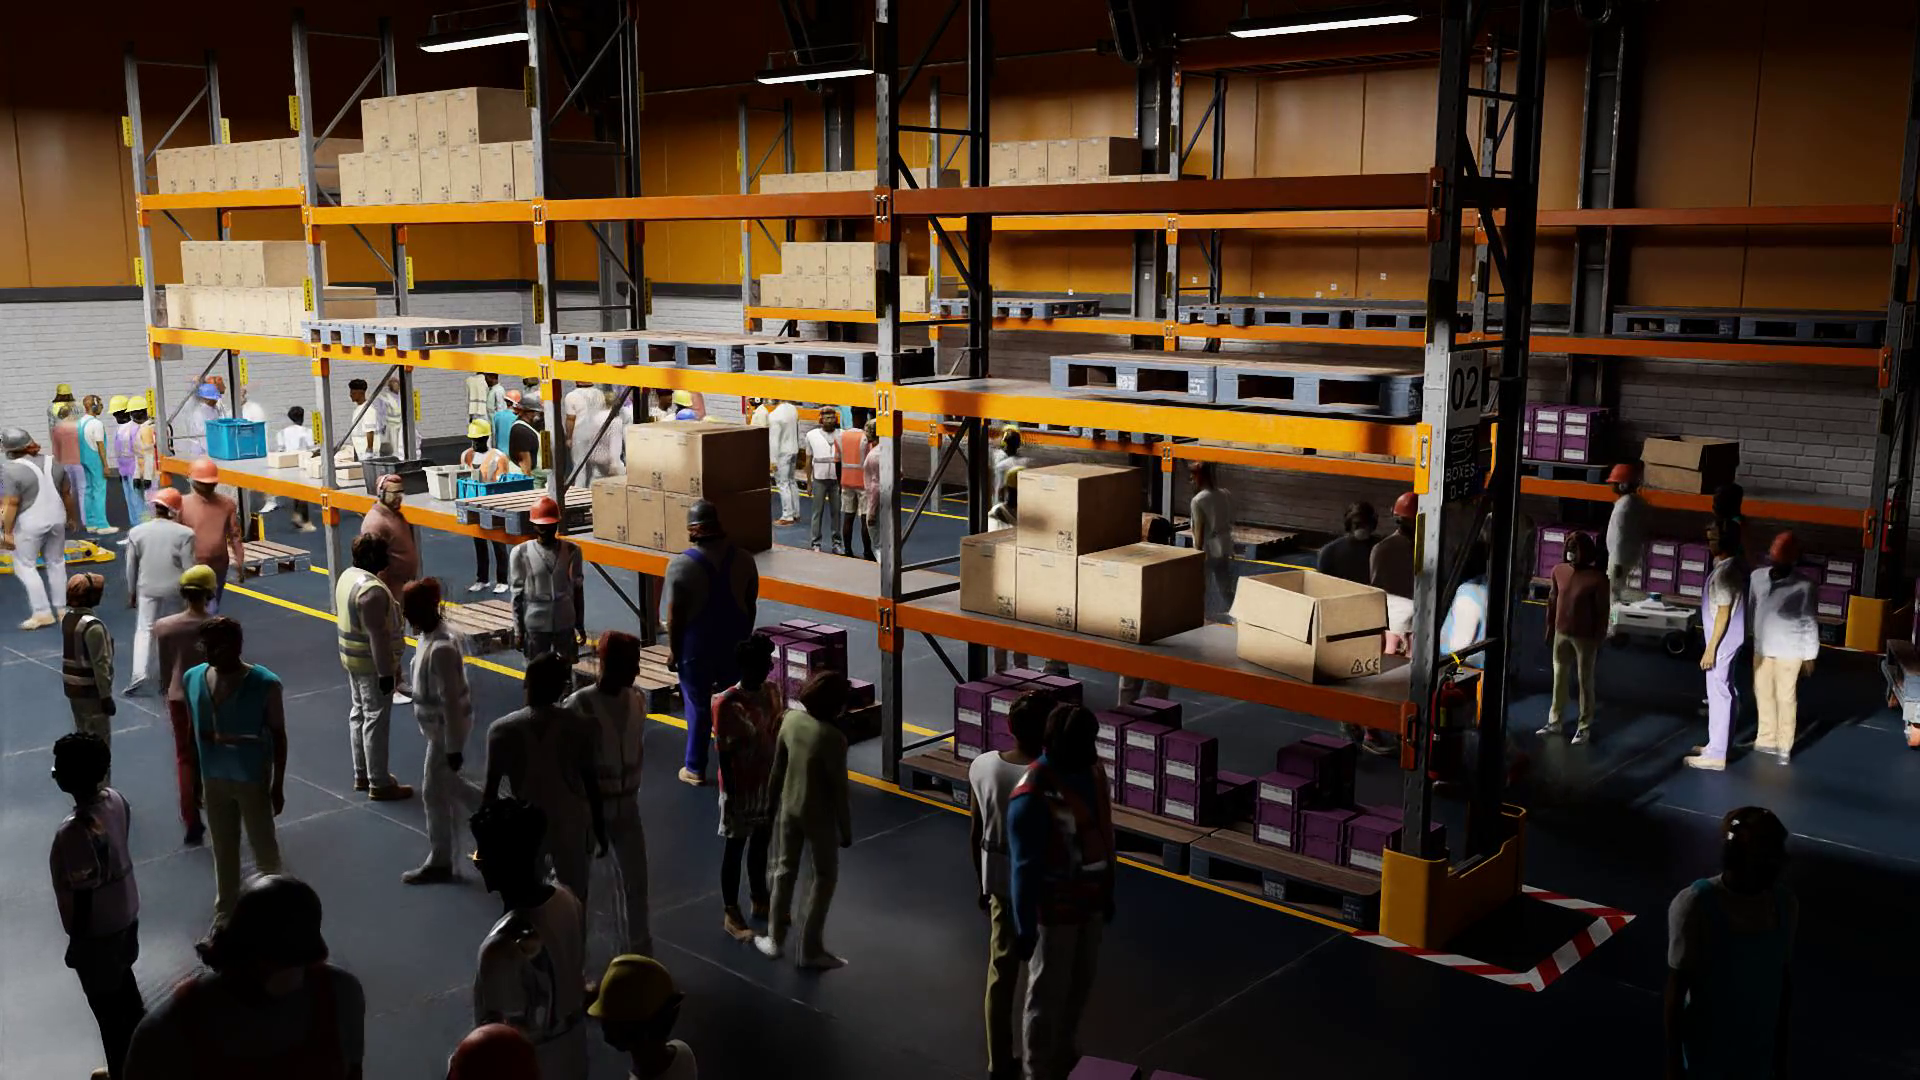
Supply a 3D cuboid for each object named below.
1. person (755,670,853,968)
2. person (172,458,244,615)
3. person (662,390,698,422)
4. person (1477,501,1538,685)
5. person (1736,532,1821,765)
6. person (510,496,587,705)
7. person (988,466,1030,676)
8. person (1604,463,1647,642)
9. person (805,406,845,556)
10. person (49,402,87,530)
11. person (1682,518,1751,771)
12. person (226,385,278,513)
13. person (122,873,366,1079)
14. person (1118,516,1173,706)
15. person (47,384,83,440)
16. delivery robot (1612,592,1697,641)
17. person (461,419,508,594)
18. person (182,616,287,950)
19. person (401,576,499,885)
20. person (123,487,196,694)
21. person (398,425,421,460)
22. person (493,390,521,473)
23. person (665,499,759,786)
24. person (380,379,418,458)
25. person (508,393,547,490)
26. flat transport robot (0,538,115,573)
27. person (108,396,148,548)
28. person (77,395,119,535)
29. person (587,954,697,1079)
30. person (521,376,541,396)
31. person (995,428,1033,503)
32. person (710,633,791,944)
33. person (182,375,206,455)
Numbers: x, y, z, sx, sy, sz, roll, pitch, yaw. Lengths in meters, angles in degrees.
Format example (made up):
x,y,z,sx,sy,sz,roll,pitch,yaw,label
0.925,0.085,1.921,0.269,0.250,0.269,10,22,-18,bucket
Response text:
x,y,z,sx,sy,sz,roll,pitch,yaw,label
-0.820,1.447,8.762,0.656,1.598,0.357,9,13,41,person
-6.719,0.216,14.783,1.028,1.945,0.622,8,13,37,person
-3.769,-1.087,22.296,0.786,1.889,0.590,9,13,41,person
4.633,0.352,14.287,0.586,1.833,0.403,-2,10,-9,person
5.958,0.776,12.193,0.390,1.731,0.651,-5,11,-25,person
-3.060,0.630,12.418,0.552,1.937,0.356,-5,11,-25,person
0.476,0.306,14.328,0.400,1.916,0.589,9,14,43,person
6.329,0.139,15.752,0.506,1.734,0.571,8,13,38,person
-1.604,-0.717,20.291,0.565,1.847,0.396,-4,11,-20,person
-11.764,-0.982,22.167,0.645,1.720,0.325,1,10,4,person
5.496,0.748,12.030,0.346,1.840,0.505,8,13,37,person
-10.029,-1.258,23.344,0.671,1.855,0.997,3,11,18,person
-2.122,1.887,5.022,0.686,2.000,1.050,-6,12,-30,person
1.390,0.734,12.154,0.631,1.831,0.429,9,13,40,person
-13.380,-1.482,24.948,0.484,1.734,0.342,-6,12,-31,person
6.471,0.728,15.510,0.707,0.478,0.477,6,12,30,delivery robot
-5.182,-0.366,18.114,0.589,1.919,0.400,4,11,21,person
-3.870,1.295,8.944,0.564,1.837,0.393,2,10,10,person
-2.975,1.109,9.901,0.697,1.868,0.617,-4,11,-22,person
-6.830,0.427,14.210,0.596,1.714,0.694,-2,10,-10,person
-7.541,-1.054,22.815,0.313,1.633,0.517,-4,11,-20,person
-6.377,-1.273,23.754,0.573,1.737,0.355,5,11,25,person
-1.779,0.700,11.731,0.672,2.000,0.536,-6,12,-30,person
-9.176,-1.833,27.280,0.525,1.601,0.827,-8,13,-40,person
-5.153,-0.767,20.028,0.536,2.000,0.683,-2,10,-14,person
-10.864,0.184,19.654,1.431,0.197,0.652,-10,14,-43,flat transport robot
-10.439,-0.860,20.901,0.585,1.917,0.380,10,14,43,person
-11.364,-0.989,21.852,0.503,1.839,0.340,7,12,35,person
-0.903,2.057,4.865,0.336,1.761,0.532,1,10,6,person
-7.208,-2.025,28.023,0.491,1.731,0.324,6,12,29,person
0.620,-0.282,17.893,0.521,1.838,0.903,-6,12,-31,person
-1.138,1.335,9.125,0.319,1.693,0.532,6,12,31,person
-11.171,-1.480,24.487,0.397,1.892,0.657,-2,10,-10,person
